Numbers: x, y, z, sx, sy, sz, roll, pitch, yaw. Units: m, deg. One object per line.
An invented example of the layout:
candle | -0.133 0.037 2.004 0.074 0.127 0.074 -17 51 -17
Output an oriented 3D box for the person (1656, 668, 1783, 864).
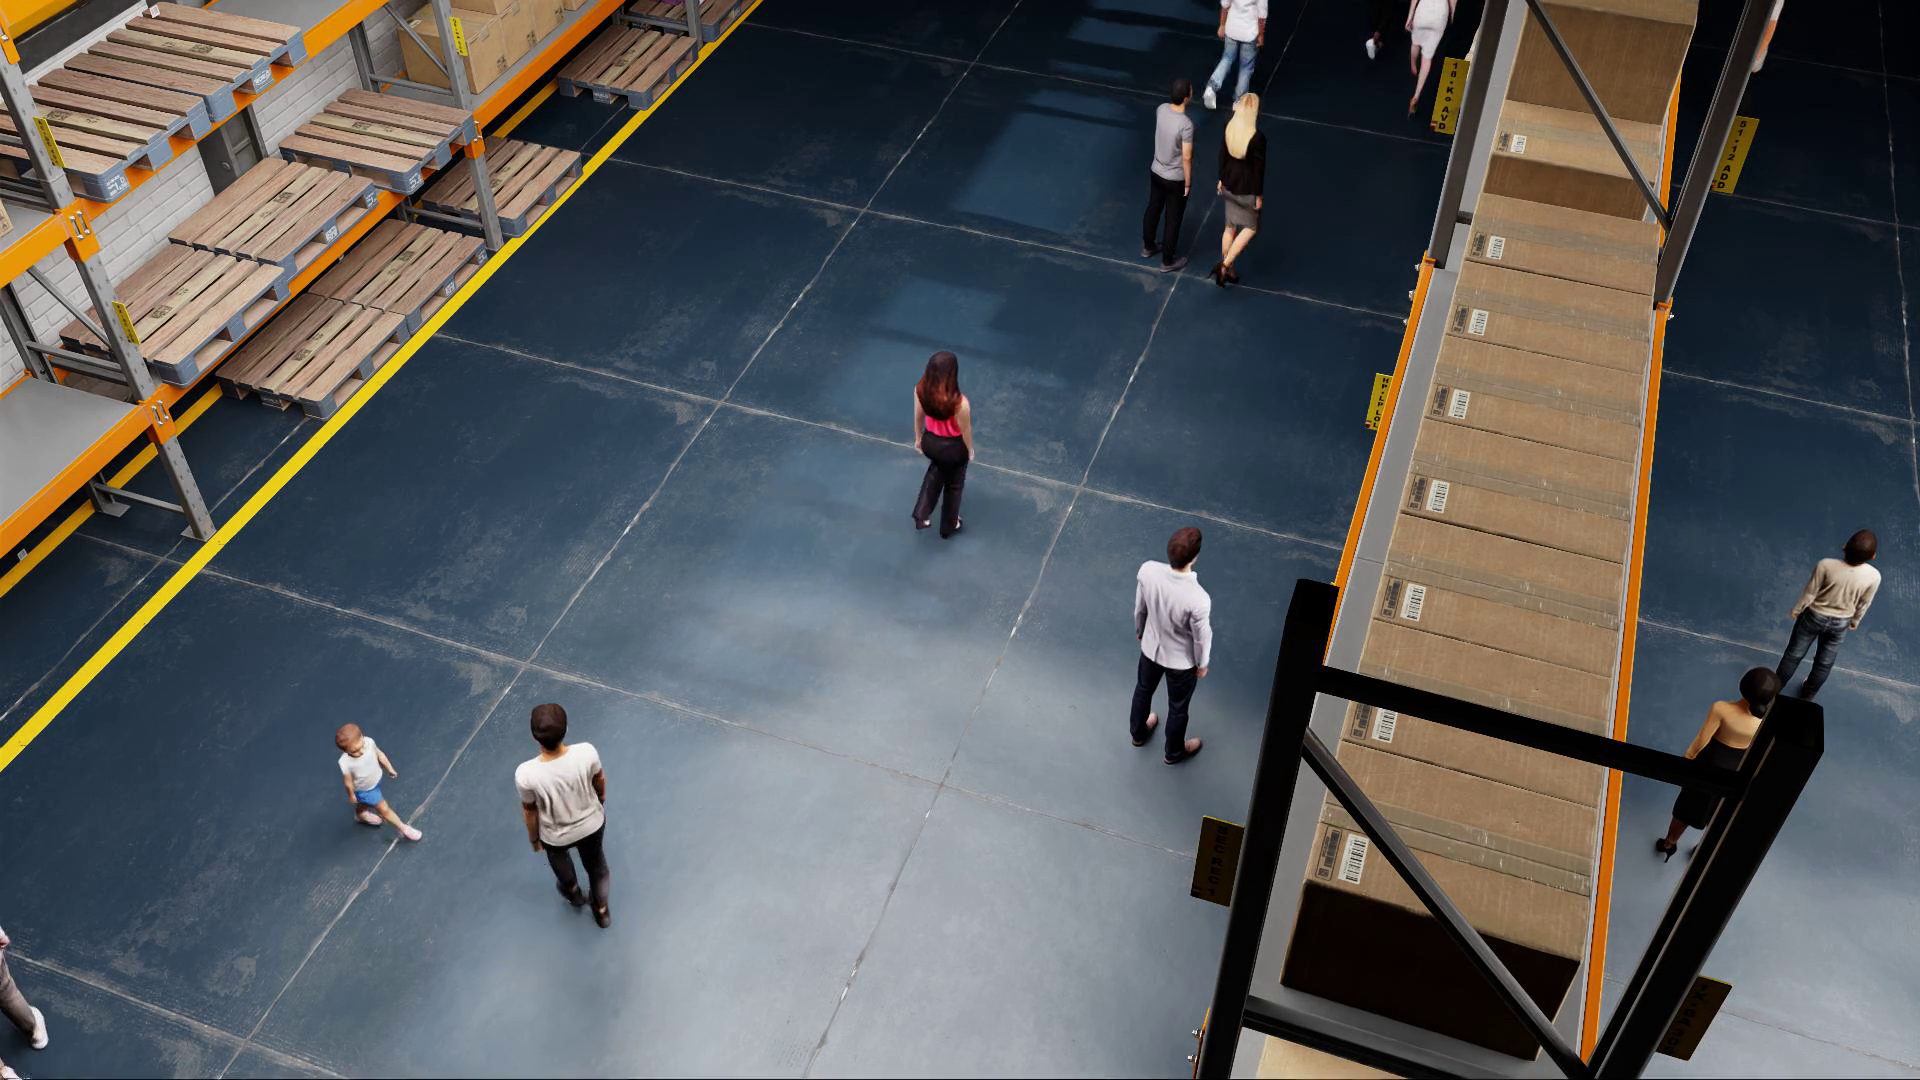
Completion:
person | 4.386 1.312 9.575 0.581 1.653 0.549 11 45 11

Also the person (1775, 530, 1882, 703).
person | 5.504 0.495 10.569 0.545 1.465 0.506 13 45 13

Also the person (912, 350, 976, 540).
person | -0.140 -0.602 11.588 0.679 1.648 0.764 26 49 25

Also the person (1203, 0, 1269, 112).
person | 2.683 -4.923 16.014 0.826 1.800 1.024 30 51 27

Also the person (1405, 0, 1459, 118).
person | 4.530 -4.951 16.083 0.646 1.745 1.110 11 45 12

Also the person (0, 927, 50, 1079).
person | -5.133 2.192 8.518 0.863 1.838 0.912 -29 51 -27

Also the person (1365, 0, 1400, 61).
person | 4.283 -5.670 16.858 0.710 1.716 0.919 24 48 23

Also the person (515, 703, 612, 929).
person | -2.146 1.606 9.227 0.797 1.708 0.857 -19 47 -19

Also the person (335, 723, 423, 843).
person | -3.590 1.418 9.946 0.507 0.988 0.647 15 46 15

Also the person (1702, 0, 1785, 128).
person | 7.477 -4.614 15.670 0.711 1.826 0.542 5 44 5

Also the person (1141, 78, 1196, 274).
person | 1.784 -3.122 14.158 0.717 1.752 0.690 -27 50 -25

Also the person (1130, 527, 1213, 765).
person | 1.278 0.651 10.129 0.750 1.846 0.709 31 51 28

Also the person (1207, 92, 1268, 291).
person | 2.261 -2.821 13.782 0.846 1.835 0.772 -34 53 -30
